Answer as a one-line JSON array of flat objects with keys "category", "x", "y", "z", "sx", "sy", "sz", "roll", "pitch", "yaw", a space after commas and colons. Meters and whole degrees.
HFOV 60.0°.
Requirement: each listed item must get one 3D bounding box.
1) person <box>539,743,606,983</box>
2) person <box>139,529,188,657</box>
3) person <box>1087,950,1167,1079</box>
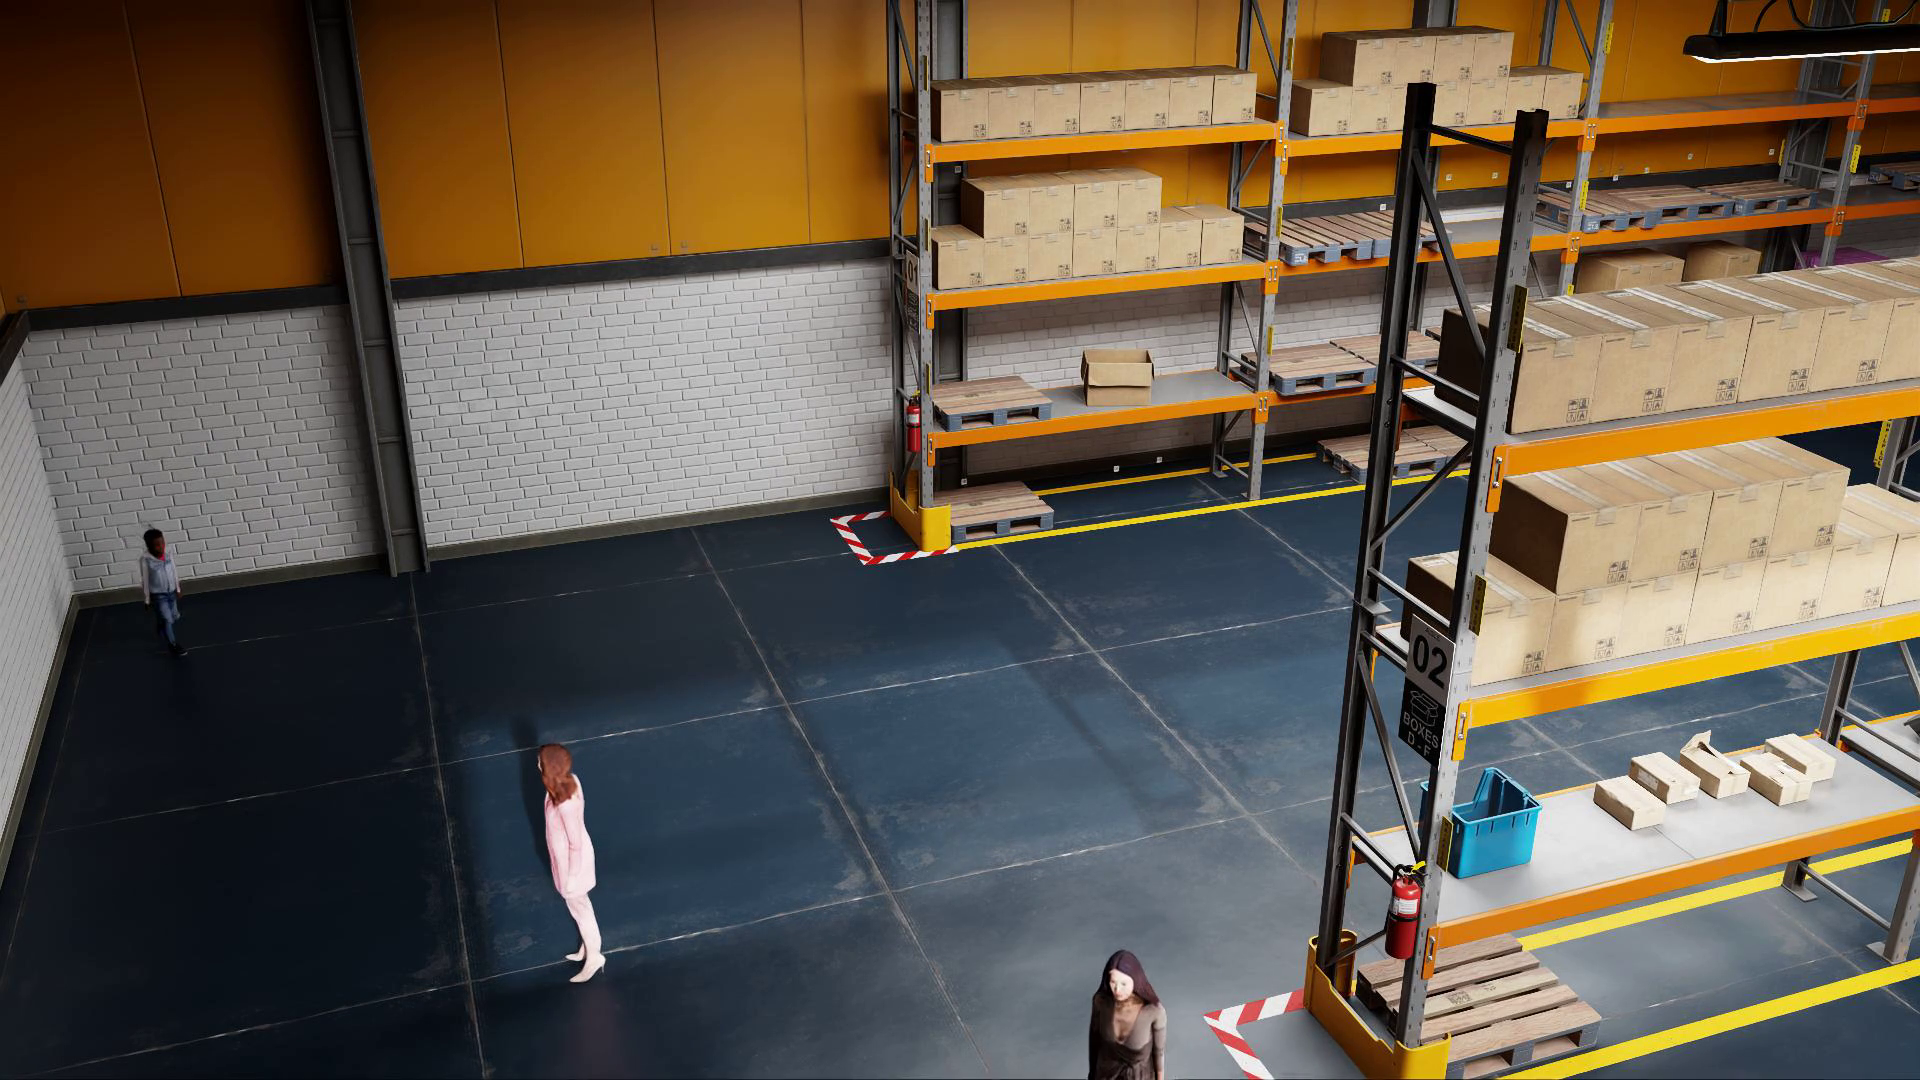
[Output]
[{"category": "person", "x": -2.572, "y": 2.130, "z": 11.067, "sx": 0.535, "sy": 1.800, "sz": 0.633, "roll": -6, "pitch": 24, "yaw": -14}, {"category": "person", "x": -7.513, "y": 0.458, "z": 15.596, "sx": 0.832, "sy": 1.237, "sz": 0.837, "roll": 18, "pitch": 29, "yaw": 35}, {"category": "person", "x": 0.941, "y": 2.972, "z": 9.230, "sx": 0.947, "sy": 1.730, "sz": 0.983, "roll": 9, "pitch": 25, "yaw": 19}]
